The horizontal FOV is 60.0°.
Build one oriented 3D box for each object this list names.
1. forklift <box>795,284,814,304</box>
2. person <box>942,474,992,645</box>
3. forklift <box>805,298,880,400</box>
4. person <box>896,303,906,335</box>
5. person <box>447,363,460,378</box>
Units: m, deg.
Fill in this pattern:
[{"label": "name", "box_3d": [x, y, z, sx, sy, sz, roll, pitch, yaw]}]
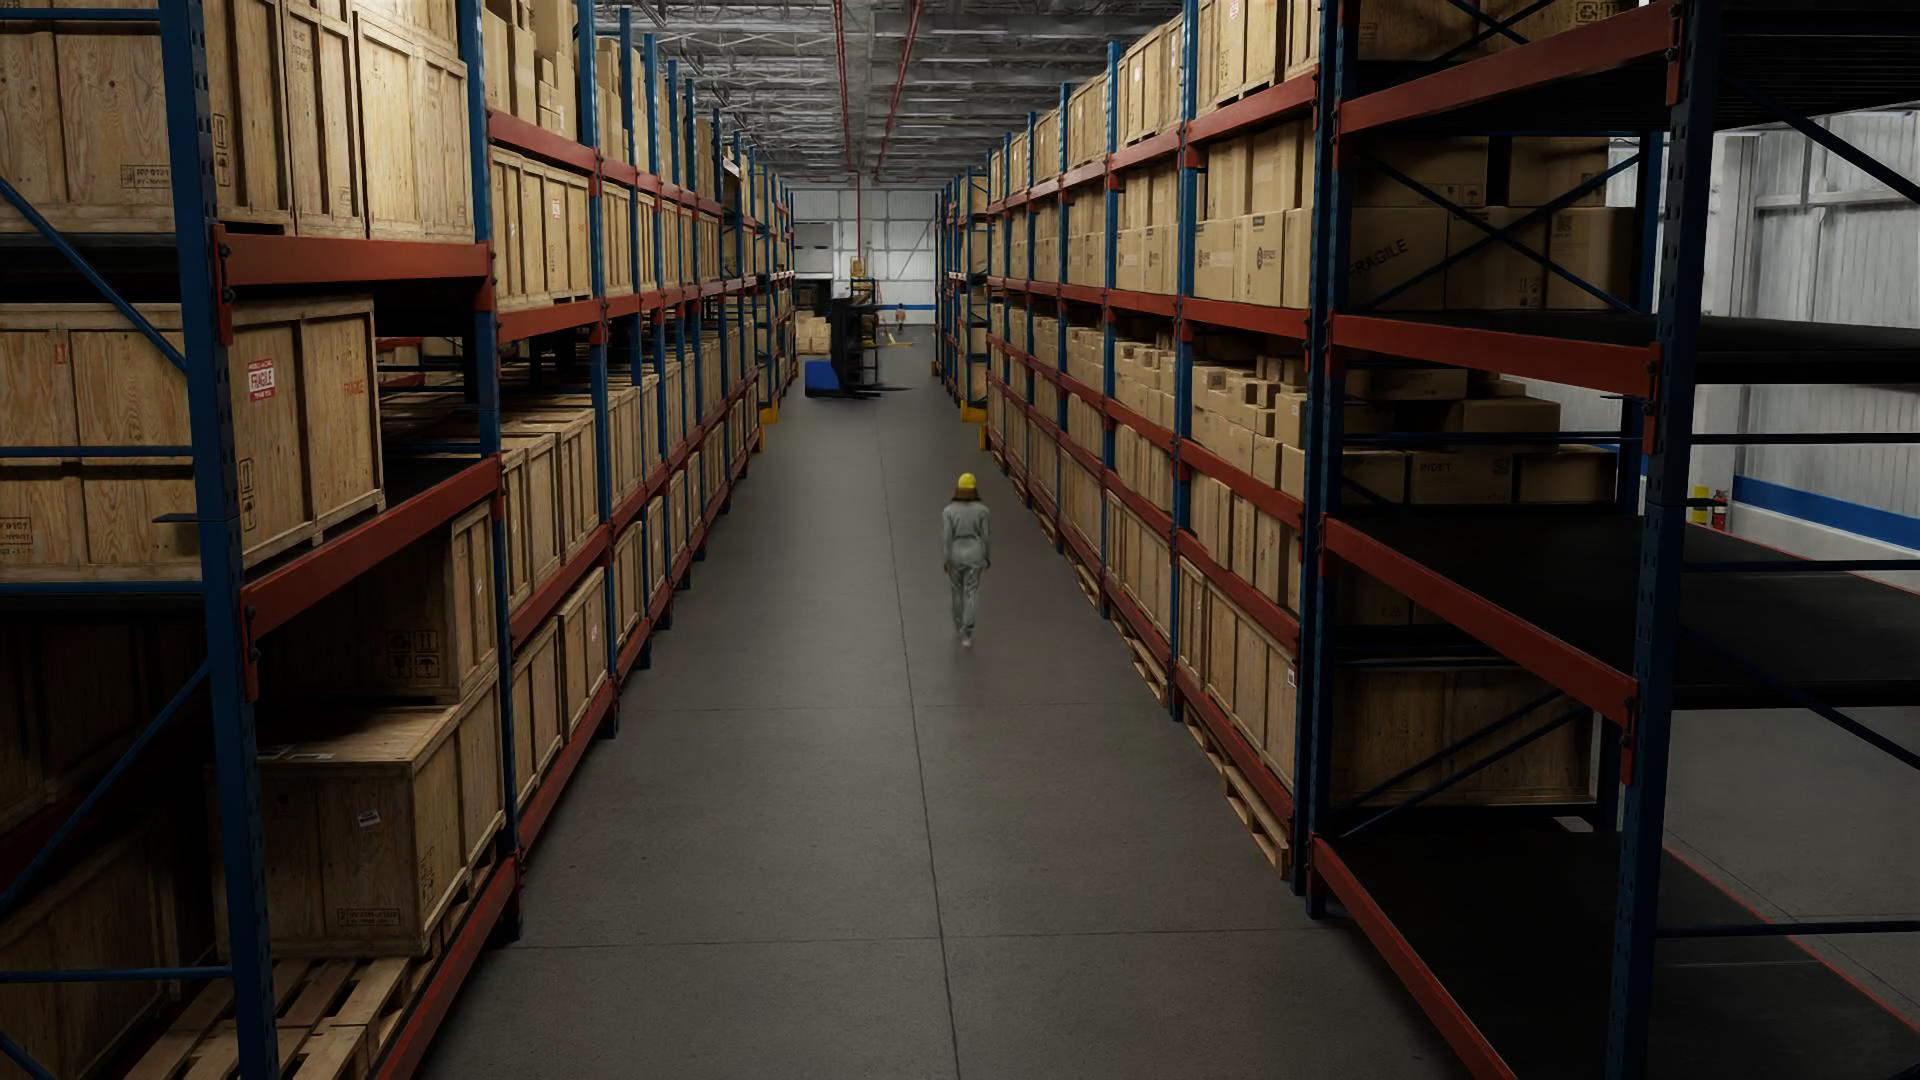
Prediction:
[{"label": "forklift", "box_3d": [-7.098, -10.340, 76.232, 1.129, 2.768, 1.873, -1, 10, -4]}, {"label": "person", "box_3d": [0.078, 0.170, 16.960, 0.501, 1.691, 0.895, 0, 10, 2]}, {"label": "forklift", "box_3d": [-3.316, -5.357, 46.468, 1.873, 2.768, 1.129, 3, 10, 20]}, {"label": "person", "box_3d": [-3.134, -11.651, 87.719, 0.536, 1.655, 0.852, -7, 12, -35]}, {"label": "person", "box_3d": [-10.289, -2.724, 33.918, 0.584, 1.819, 0.557, -1, 10, -8]}]
